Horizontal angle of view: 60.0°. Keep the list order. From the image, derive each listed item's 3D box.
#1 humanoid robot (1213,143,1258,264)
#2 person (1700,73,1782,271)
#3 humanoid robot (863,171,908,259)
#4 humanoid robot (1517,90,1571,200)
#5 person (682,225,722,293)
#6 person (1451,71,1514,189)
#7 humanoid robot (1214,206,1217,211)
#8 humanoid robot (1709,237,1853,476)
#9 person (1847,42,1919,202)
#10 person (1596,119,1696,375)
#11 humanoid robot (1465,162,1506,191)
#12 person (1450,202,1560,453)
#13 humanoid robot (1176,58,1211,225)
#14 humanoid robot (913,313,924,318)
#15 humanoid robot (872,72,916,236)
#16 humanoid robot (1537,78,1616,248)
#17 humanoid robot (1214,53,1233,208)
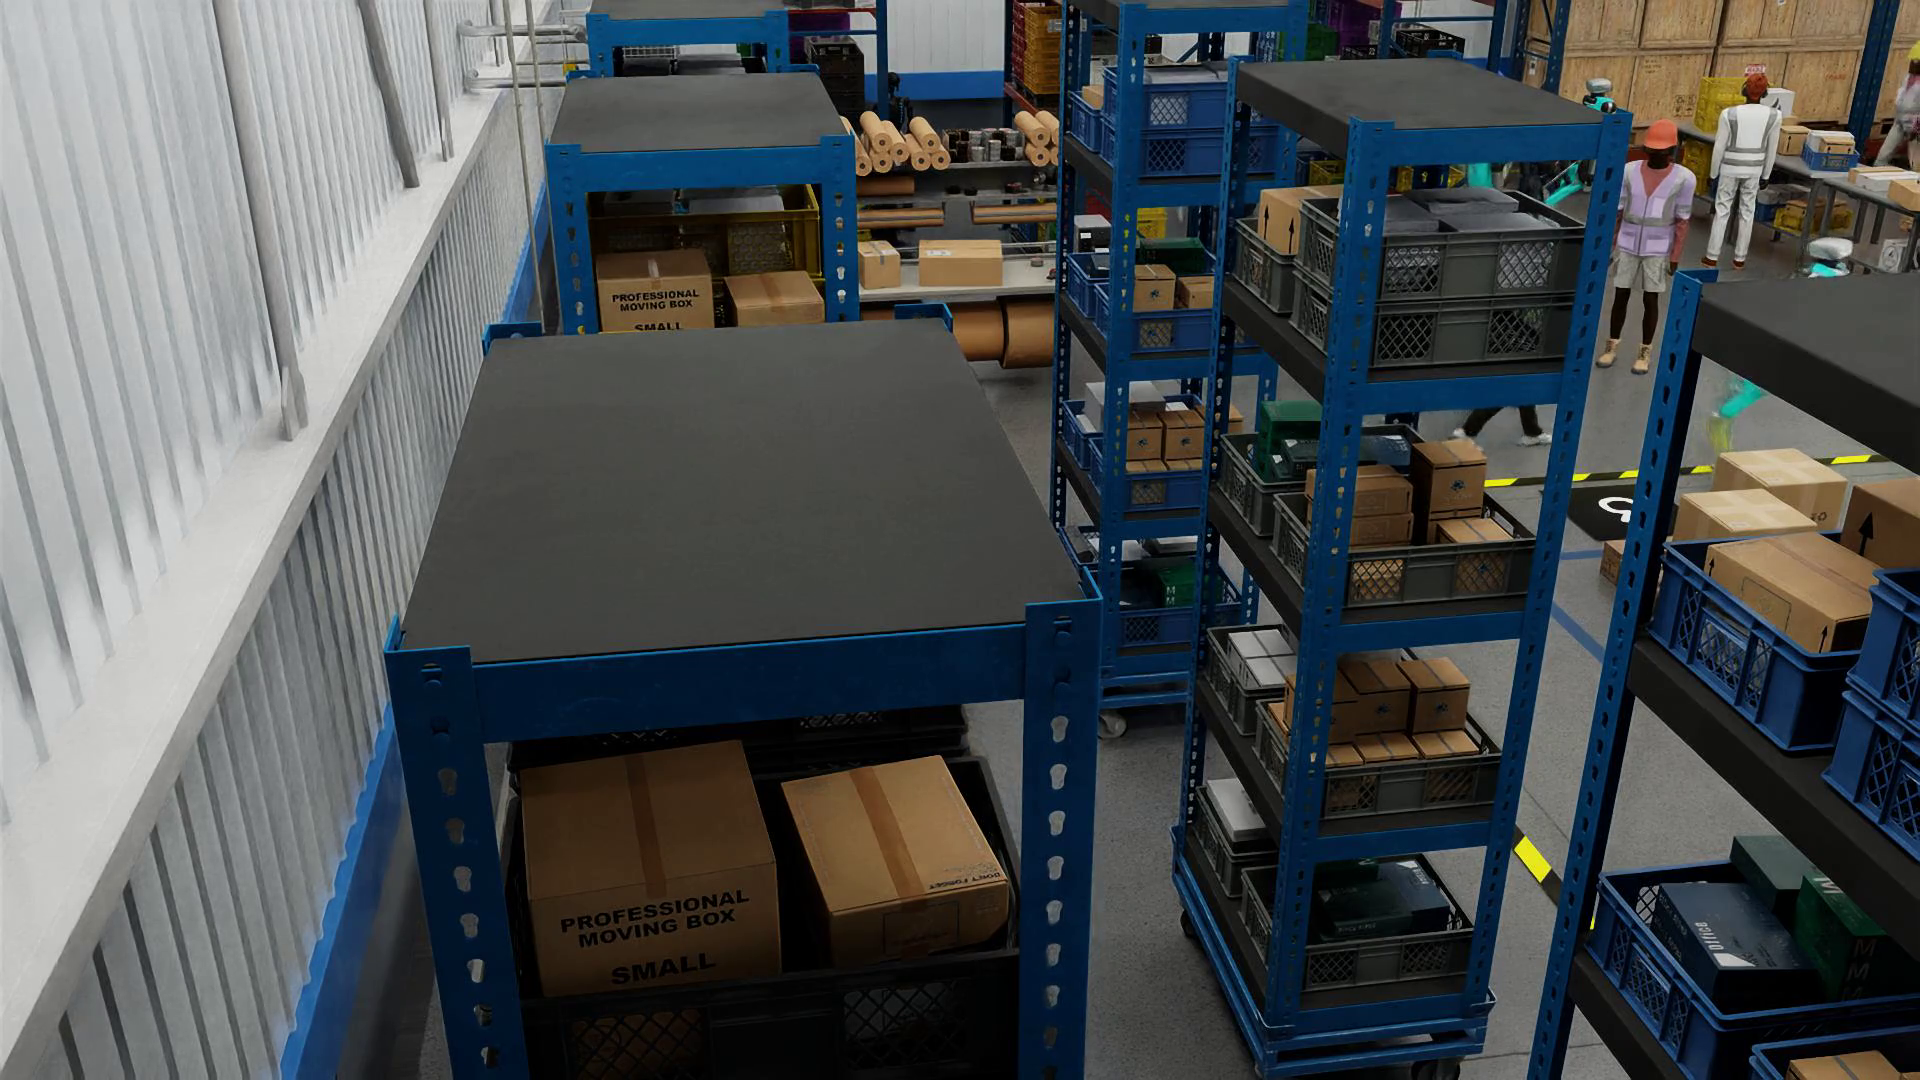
[{"bbox_3d":[2.474,-2.601,14.305,0.589,1.633,0.703,11,27,23],"label":"humanoid robot"},{"bbox_3d":[7.536,-3.542,16.069,0.572,1.882,0.357,5,25,11],"label":"person"},{"bbox_3d":[-0.643,-2.231,13.508,0.753,1.623,0.609,8,26,17],"label":"humanoid robot"},{"bbox_3d":[5.765,-3.595,16.422,0.598,1.647,0.349,-9,26,-18],"label":"humanoid robot"},{"bbox_3d":[-1.752,-1.360,11.389,0.431,1.835,0.620,-13,28,-26],"label":"person"},{"bbox_3d":[4.990,-3.494,15.883,0.603,1.949,0.386,-7,26,-14],"label":"person"},{"bbox_3d":[2.822,-4.483,18.338,0.315,1.659,0.599,-22,33,-39],"label":"humanoid robot"},{"bbox_3d":[5.370,-1.177,11.167,0.538,1.820,0.838,-22,32,-39],"label":"humanoid robot"},{"bbox_3d":[10.483,-4.608,18.494,0.874,1.790,0.593,-6,25,-12],"label":"person"},{"bbox_3d":[5.441,-2.328,13.257,0.605,2.035,0.407,17,30,32],"label":"person"},{"bbox_3d":[4.810,-2.745,14.591,1.053,1.778,0.548,-6,25,-14],"label":"humanoid robot"},{"bbox_3d":[3.910,-1.459,11.618,0.895,1.818,0.598,-7,26,-14],"label":"person"},{"bbox_3d":[2.539,-4.318,17.913,0.542,1.782,0.671,0,25,-1],"label":"humanoid robot"},{"bbox_3d":[-0.245,-0.527,9.771,0.602,1.633,0.583,-11,27,-22],"label":"humanoid robot"},{"bbox_3d":[-0.692,-4.034,17.364,0.599,1.657,0.315,-21,32,-37],"label":"humanoid robot"},{"bbox_3d":[5.982,-3.688,16.435,0.737,1.694,0.536,-2,25,-4],"label":"humanoid robot"},{"bbox_3d":[2.991,-4.409,18.176,0.708,1.813,0.533,-11,27,-23],"label":"humanoid robot"}]
